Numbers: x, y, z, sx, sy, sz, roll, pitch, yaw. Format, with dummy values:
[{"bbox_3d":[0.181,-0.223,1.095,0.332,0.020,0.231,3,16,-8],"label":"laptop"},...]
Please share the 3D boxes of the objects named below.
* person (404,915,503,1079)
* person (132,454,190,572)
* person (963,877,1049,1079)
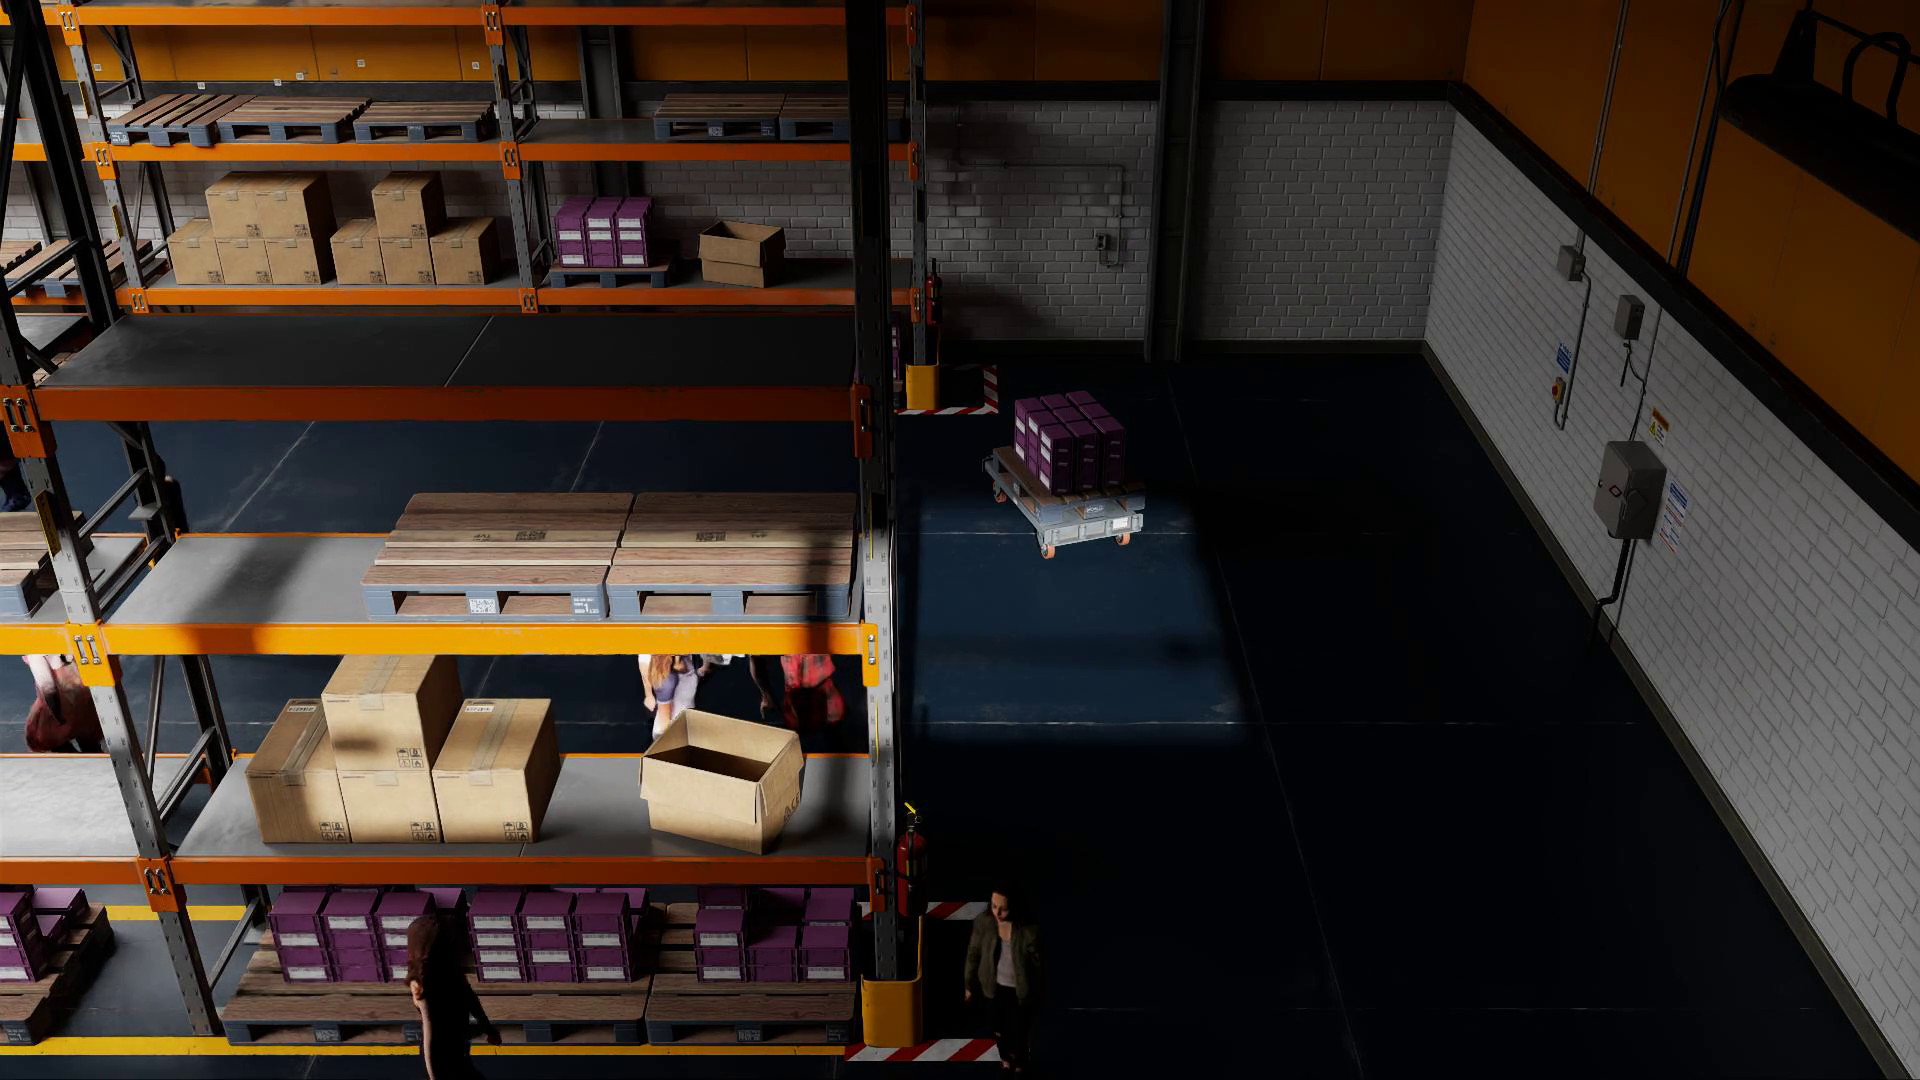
[{"bbox_3d":[-2.690,2.600,8.444,0.834,1.724,0.623,-3,29,-5],"label":"person"},{"bbox_3d":[-6.076,0.102,12.987,0.835,1.760,0.723,7,29,12],"label":"person"},{"bbox_3d":[0.296,2.404,9.069,0.647,1.470,0.762,13,31,23],"label":"person"}]
